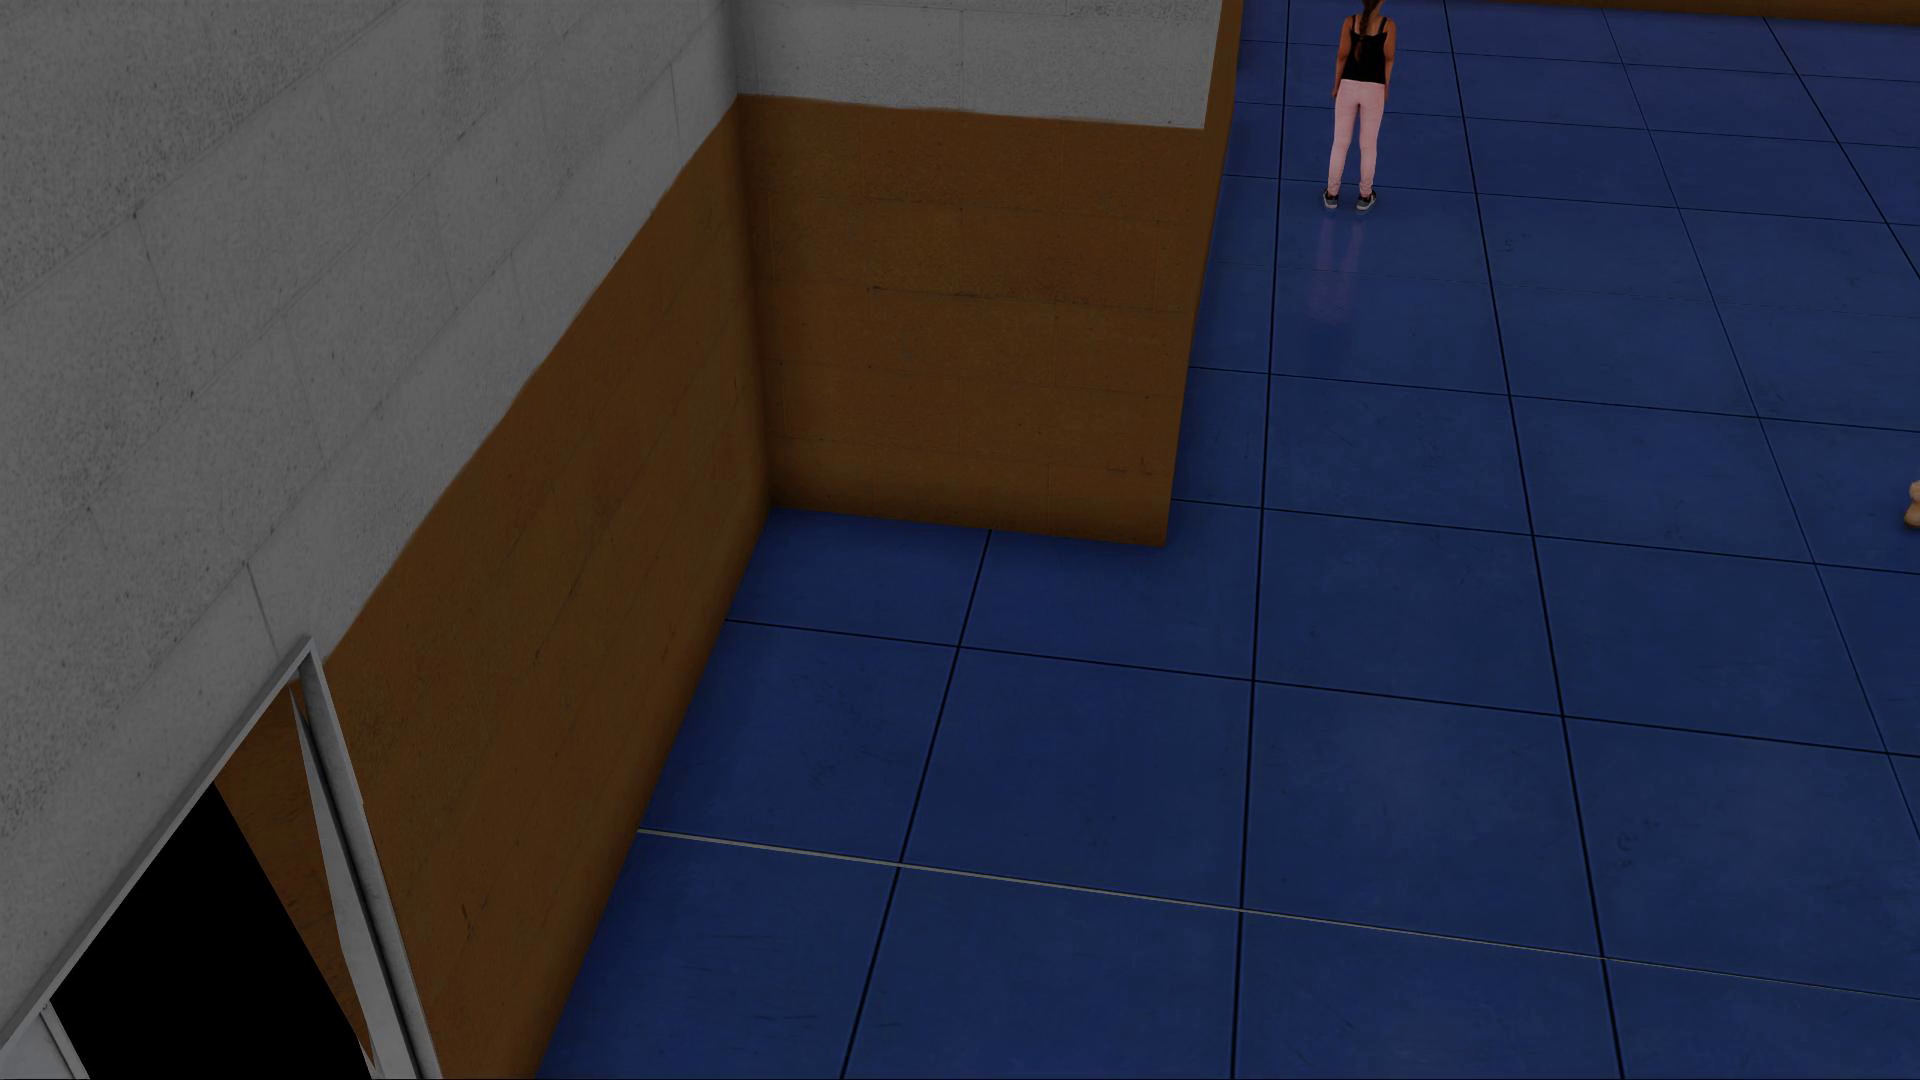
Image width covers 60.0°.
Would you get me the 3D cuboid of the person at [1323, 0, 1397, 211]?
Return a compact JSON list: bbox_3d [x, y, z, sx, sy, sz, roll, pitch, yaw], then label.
[{"bbox_3d":[2.613,-2.912,10.827,0.490,1.565,0.625,11,38,14],"label":"person"}]
